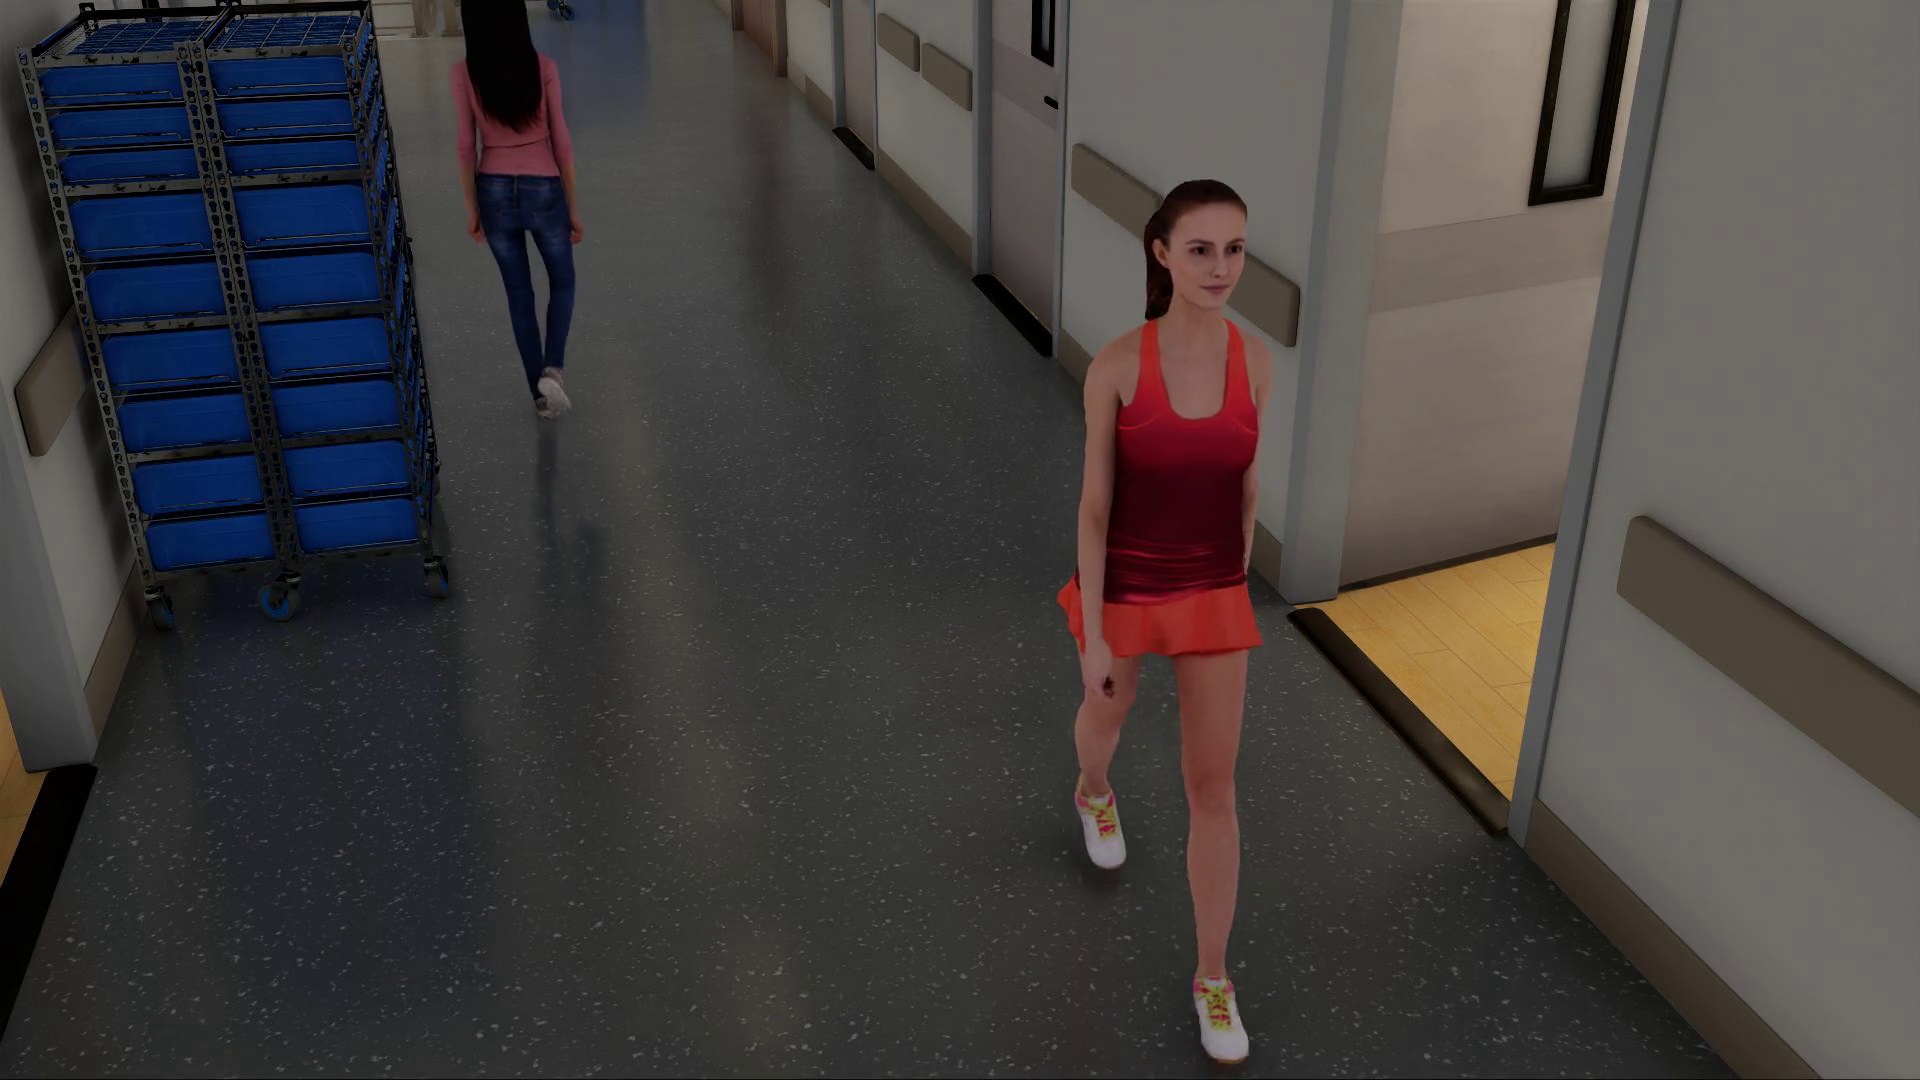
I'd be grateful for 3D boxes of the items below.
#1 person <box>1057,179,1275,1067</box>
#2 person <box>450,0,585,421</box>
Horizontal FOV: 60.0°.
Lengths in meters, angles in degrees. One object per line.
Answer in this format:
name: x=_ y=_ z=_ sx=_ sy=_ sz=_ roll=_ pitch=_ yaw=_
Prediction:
person: x=0.392 y=0.103 z=3.486 sx=0.696 sy=1.712 sz=1.201 roll=-3 pitch=26 yaw=-6
person: x=-1.644 y=-1.241 z=6.246 sx=0.603 sy=1.736 sz=0.779 roll=-5 pitch=26 yaw=-10
